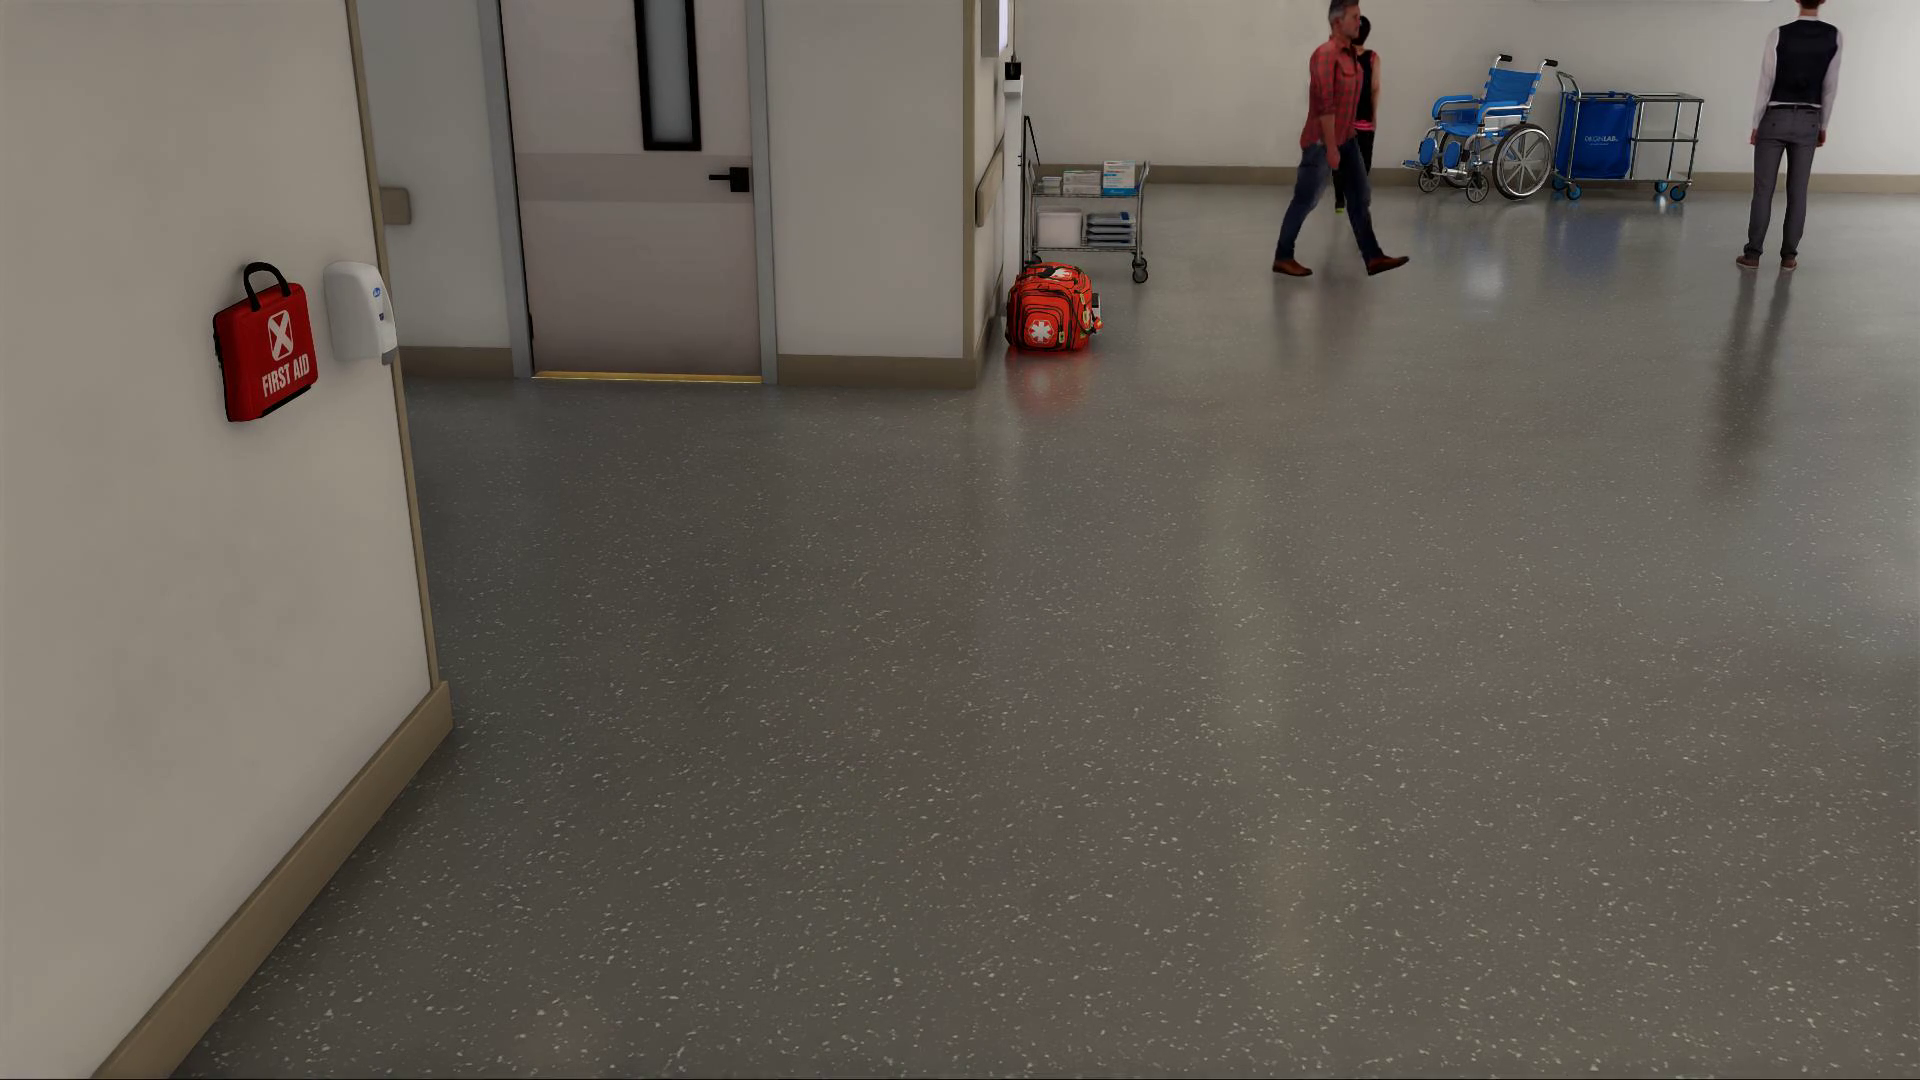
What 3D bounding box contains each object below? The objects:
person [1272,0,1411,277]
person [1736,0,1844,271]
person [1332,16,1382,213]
[{"bbox_3d":[2.340,-2.613,10.934,1.142,1.794,1.187,14,25,33],"label":"person"},{"bbox_3d":[5.642,-2.827,11.296,0.696,1.938,0.628,6,21,15],"label":"person"},{"bbox_3d":[3.161,-3.422,13.430,0.663,1.540,0.736,8,22,21],"label":"person"}]
